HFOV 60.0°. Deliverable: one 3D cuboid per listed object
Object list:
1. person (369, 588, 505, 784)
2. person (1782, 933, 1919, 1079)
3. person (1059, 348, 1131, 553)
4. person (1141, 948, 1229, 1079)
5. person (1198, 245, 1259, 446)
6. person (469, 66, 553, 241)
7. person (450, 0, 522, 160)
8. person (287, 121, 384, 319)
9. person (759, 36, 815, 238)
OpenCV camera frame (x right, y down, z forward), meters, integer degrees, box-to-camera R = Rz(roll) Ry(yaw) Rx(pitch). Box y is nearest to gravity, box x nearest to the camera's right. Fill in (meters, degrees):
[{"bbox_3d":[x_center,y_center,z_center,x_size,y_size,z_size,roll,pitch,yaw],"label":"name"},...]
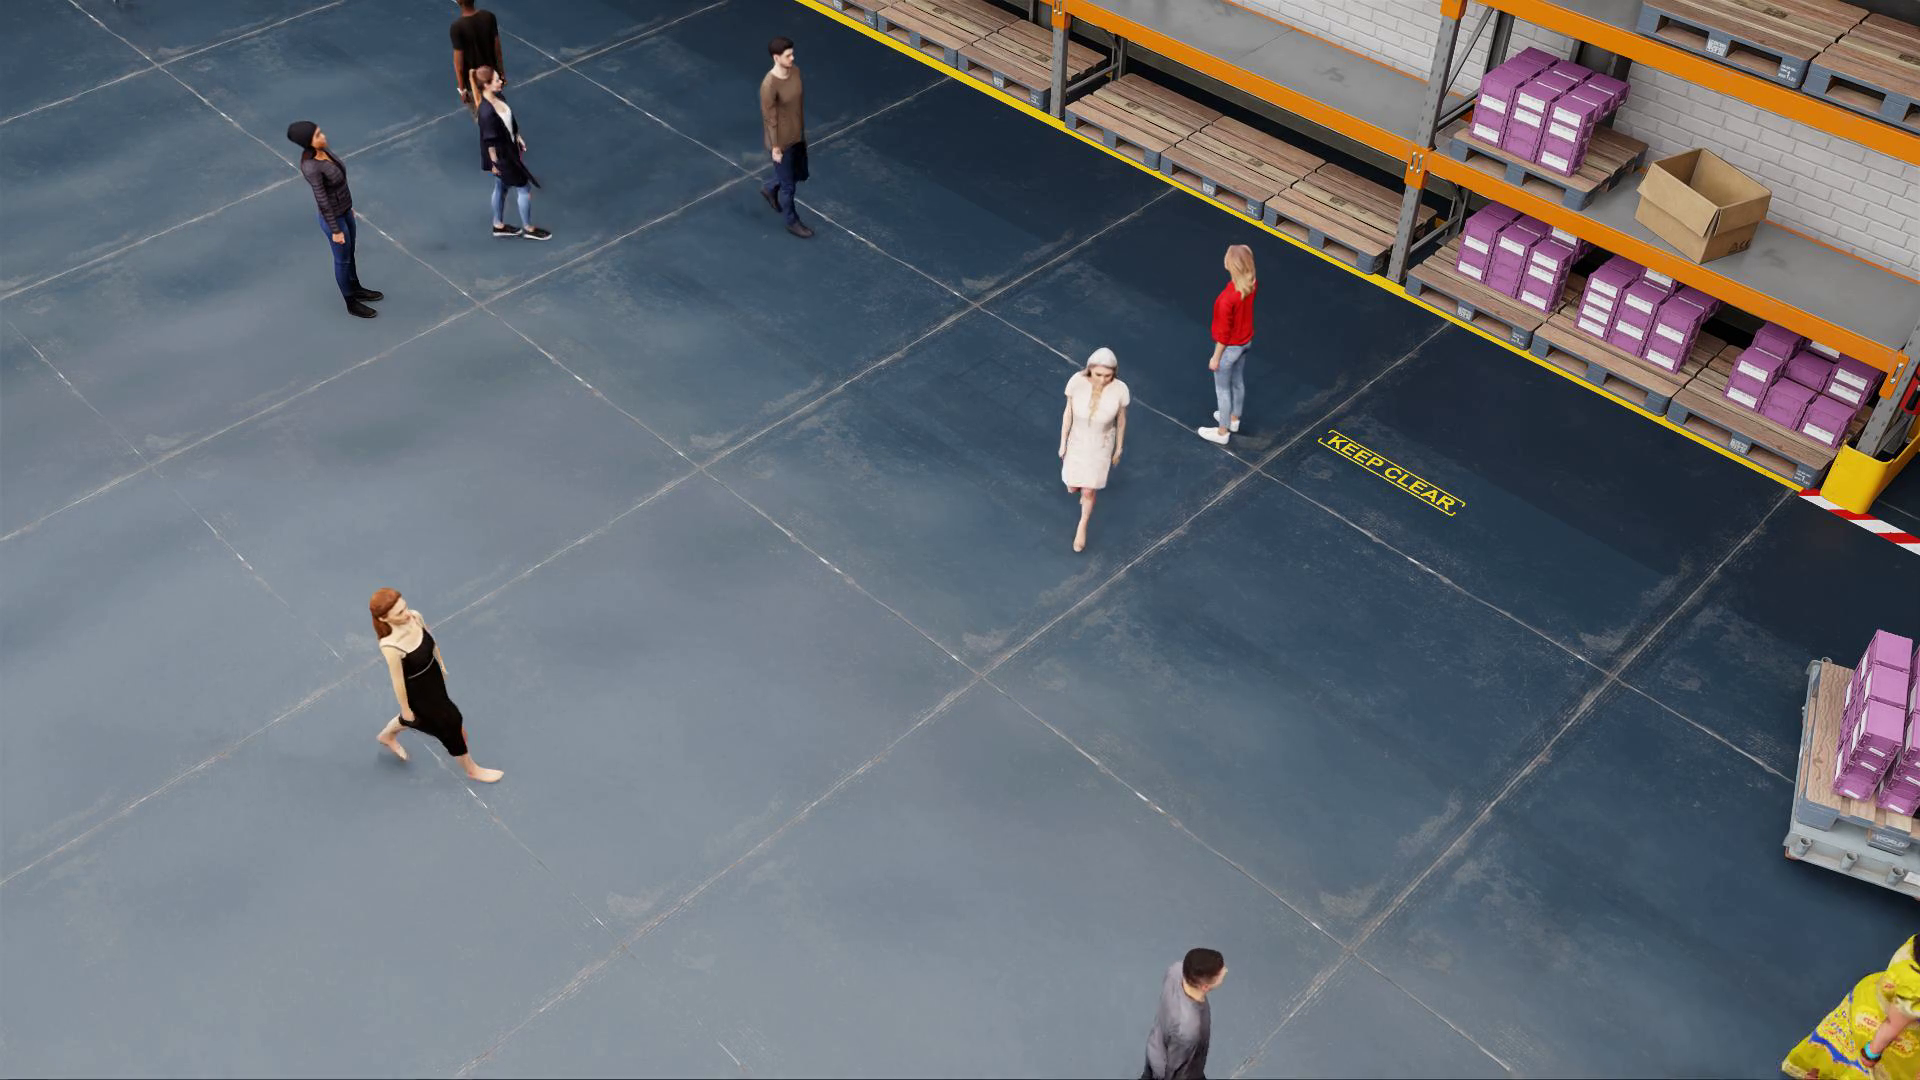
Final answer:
[{"bbox_3d":[-3.328,0.882,10.037,1.120,1.592,0.963,6,44,6],"label":"person"},{"bbox_3d":[4.585,2.409,8.397,1.033,1.644,0.845,23,48,22],"label":"person"},{"bbox_3d":[0.924,-0.688,11.593,0.850,1.719,0.881,9,44,9],"label":"person"},{"bbox_3d":[0.974,2.569,8.162,1.002,1.736,0.961,-4,44,-4],"label":"person"},{"bbox_3d":[2.025,-1.452,12.407,0.555,1.702,0.651,27,50,26],"label":"person"},{"bbox_3d":[-4.062,-3.326,14.404,0.899,1.663,0.848,-5,44,-5],"label":"person"},{"bbox_3d":[-4.329,-4.196,15.226,1.001,1.787,0.667,33,53,30],"label":"person"},{"bbox_3d":[-5.116,-2.635,13.621,0.779,1.742,0.714,-1,44,-1],"label":"person"},{"bbox_3d":[-1.583,-3.507,14.440,0.938,1.874,0.772,23,48,22],"label":"person"}]
